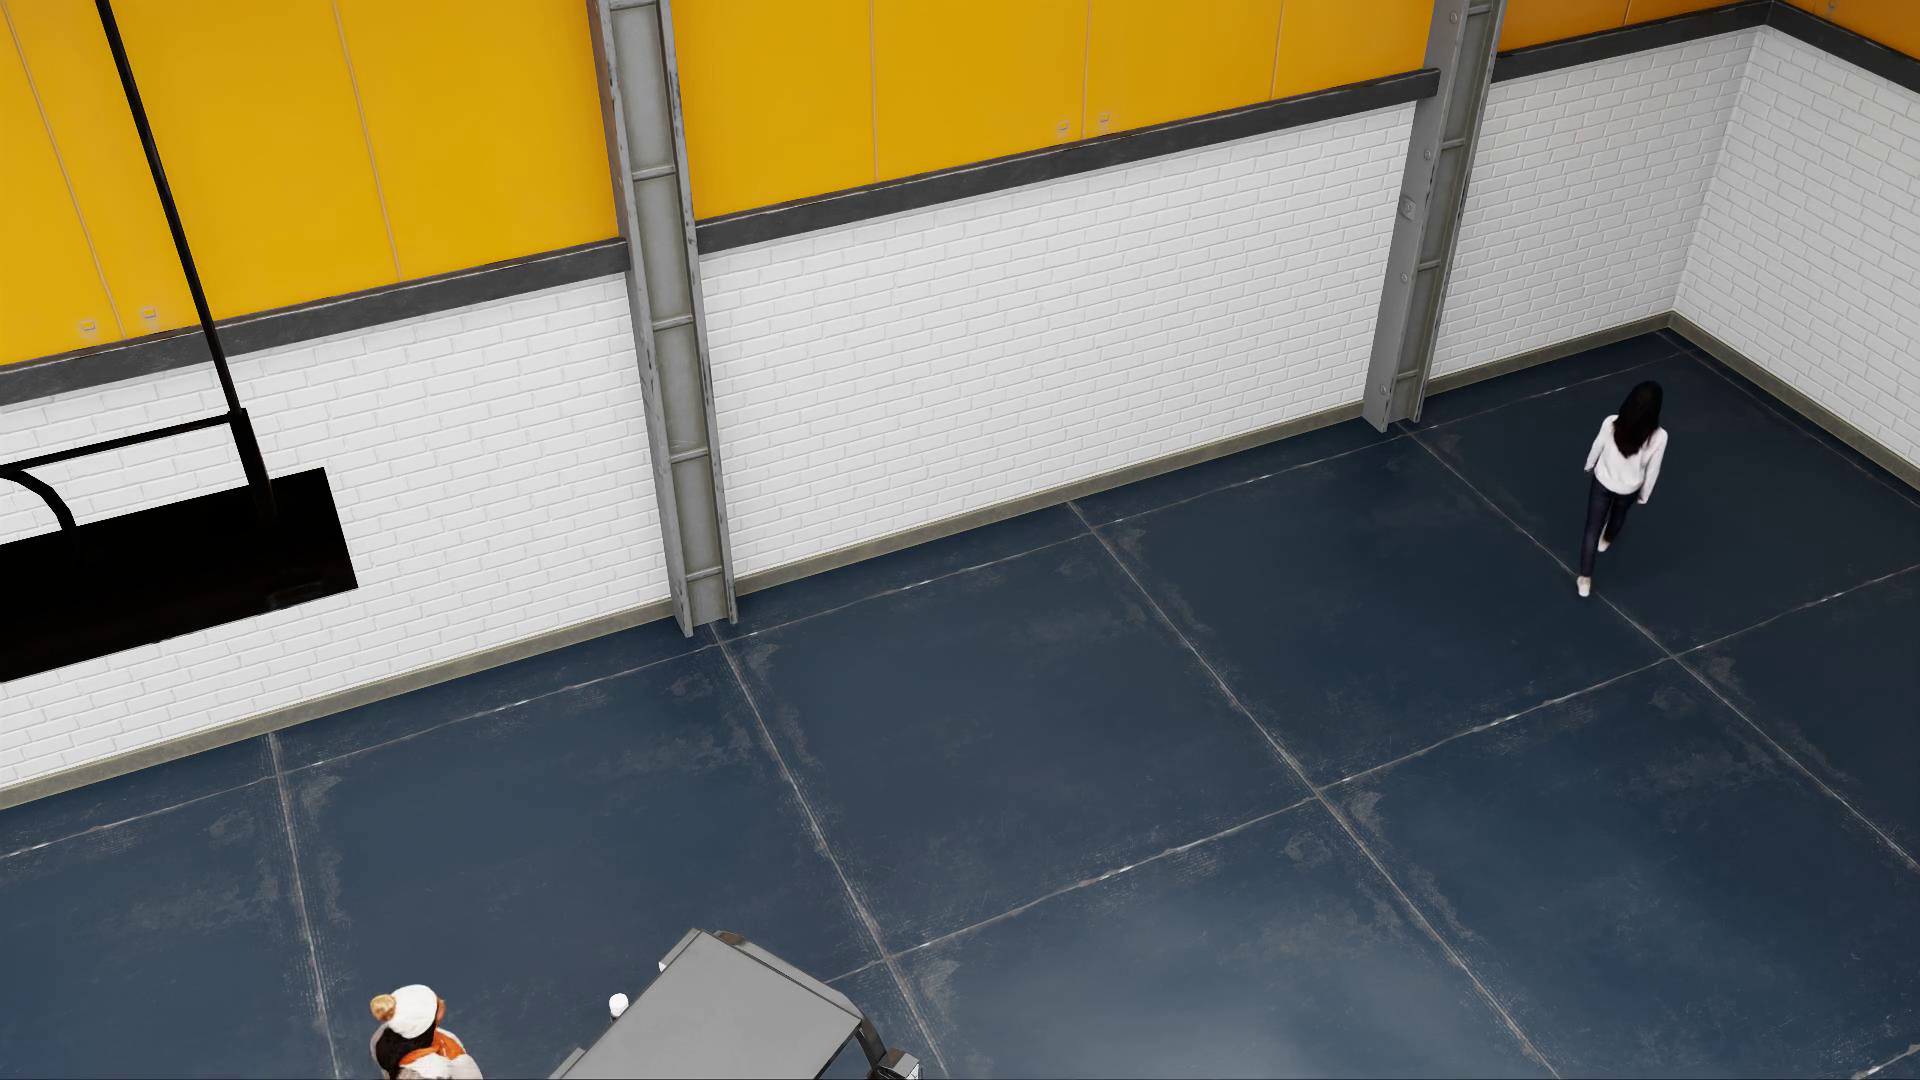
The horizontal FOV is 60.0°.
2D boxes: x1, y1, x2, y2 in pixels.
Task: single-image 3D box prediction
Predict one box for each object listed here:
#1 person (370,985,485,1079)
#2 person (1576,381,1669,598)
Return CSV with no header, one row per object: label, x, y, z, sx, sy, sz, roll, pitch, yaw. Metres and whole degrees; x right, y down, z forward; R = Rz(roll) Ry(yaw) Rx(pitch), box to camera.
person,-2.520,2.713,7.757,0.902,1.881,0.826,-29,47,-31
person,4.620,-0.341,11.760,1.070,1.658,1.145,14,41,17
